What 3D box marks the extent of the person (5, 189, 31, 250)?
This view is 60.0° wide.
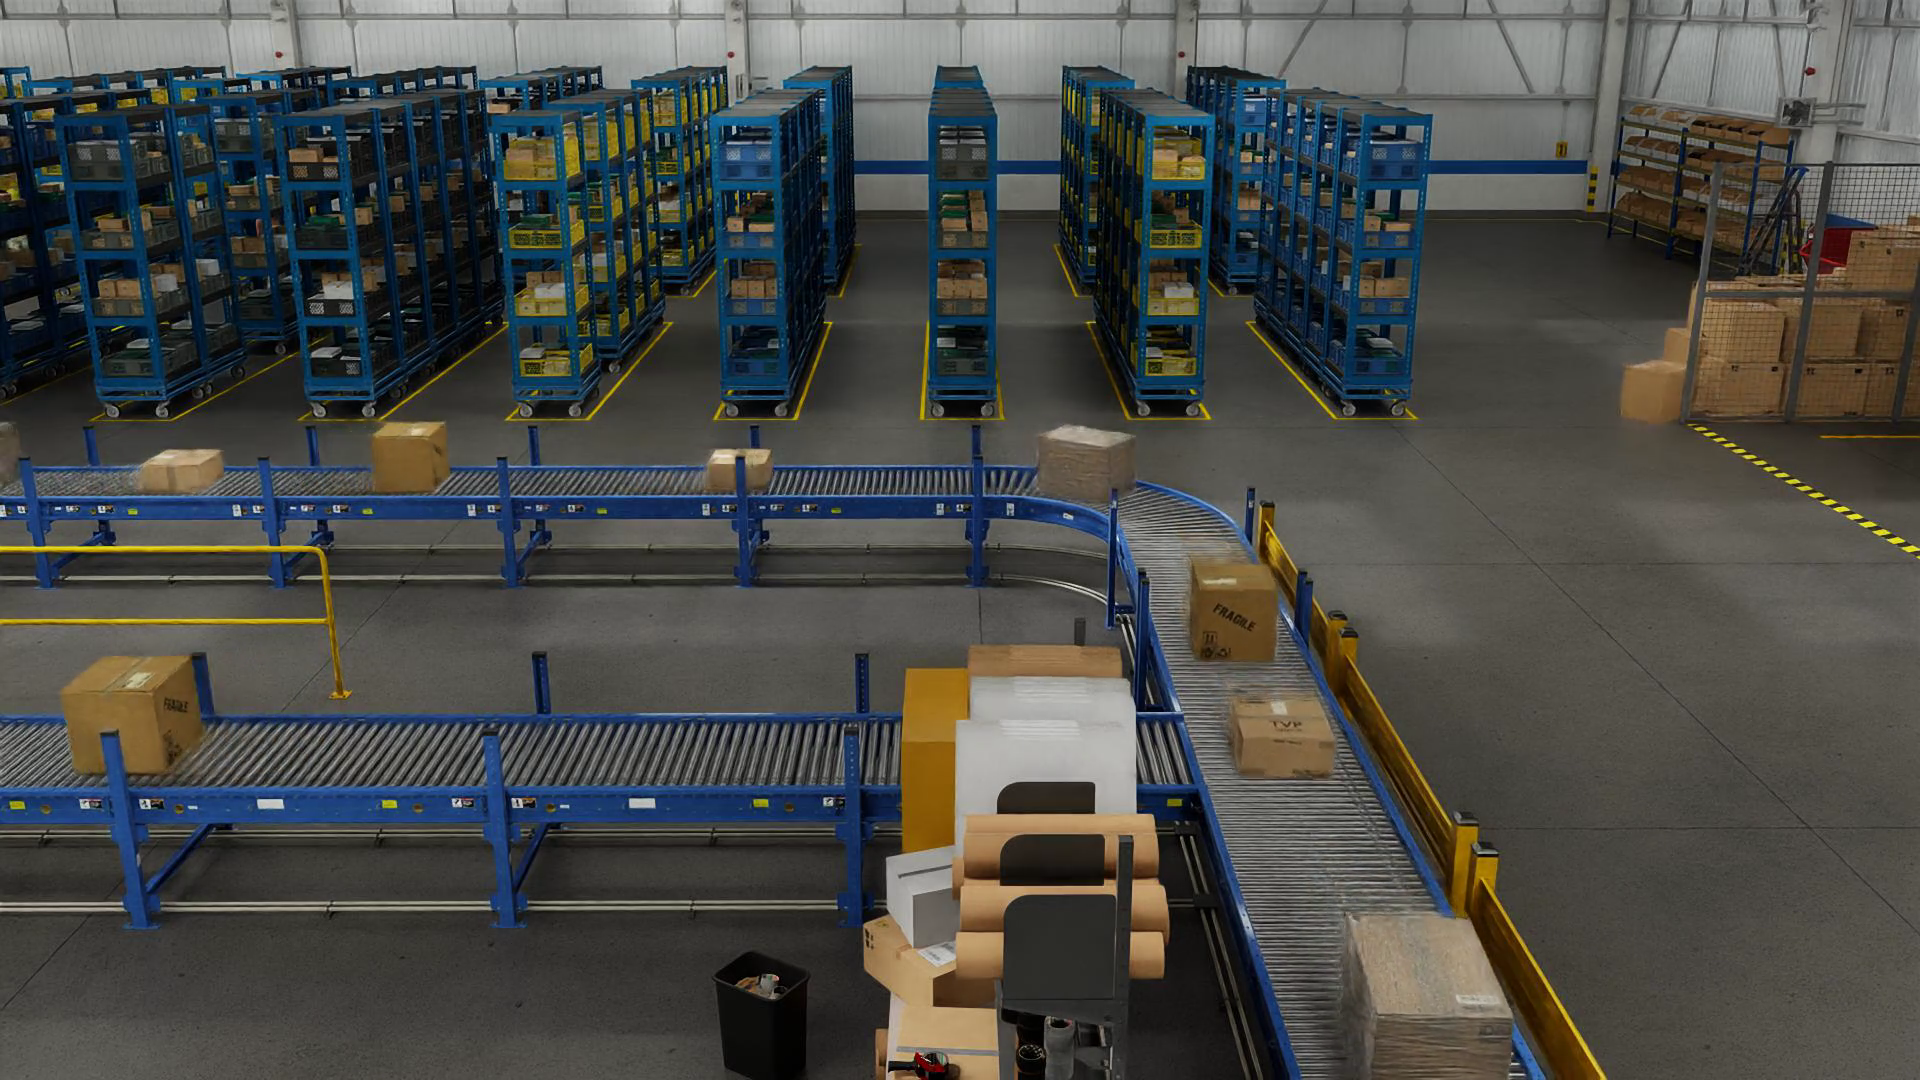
[{"bbox_3d":[-15.952,-5.031,28.211,0.585,1.795,0.696,-3,18,-8],"label":"person"}]

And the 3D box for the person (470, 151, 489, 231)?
[{"bbox_3d":[-10.603,-7.621,36.173,0.576,1.823,0.591,0,18,0],"label":"person"}]

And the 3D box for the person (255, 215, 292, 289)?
[{"bbox_3d":[-10.677,-4.425,26.043,0.377,1.995,0.608,13,22,35],"label":"person"}]
